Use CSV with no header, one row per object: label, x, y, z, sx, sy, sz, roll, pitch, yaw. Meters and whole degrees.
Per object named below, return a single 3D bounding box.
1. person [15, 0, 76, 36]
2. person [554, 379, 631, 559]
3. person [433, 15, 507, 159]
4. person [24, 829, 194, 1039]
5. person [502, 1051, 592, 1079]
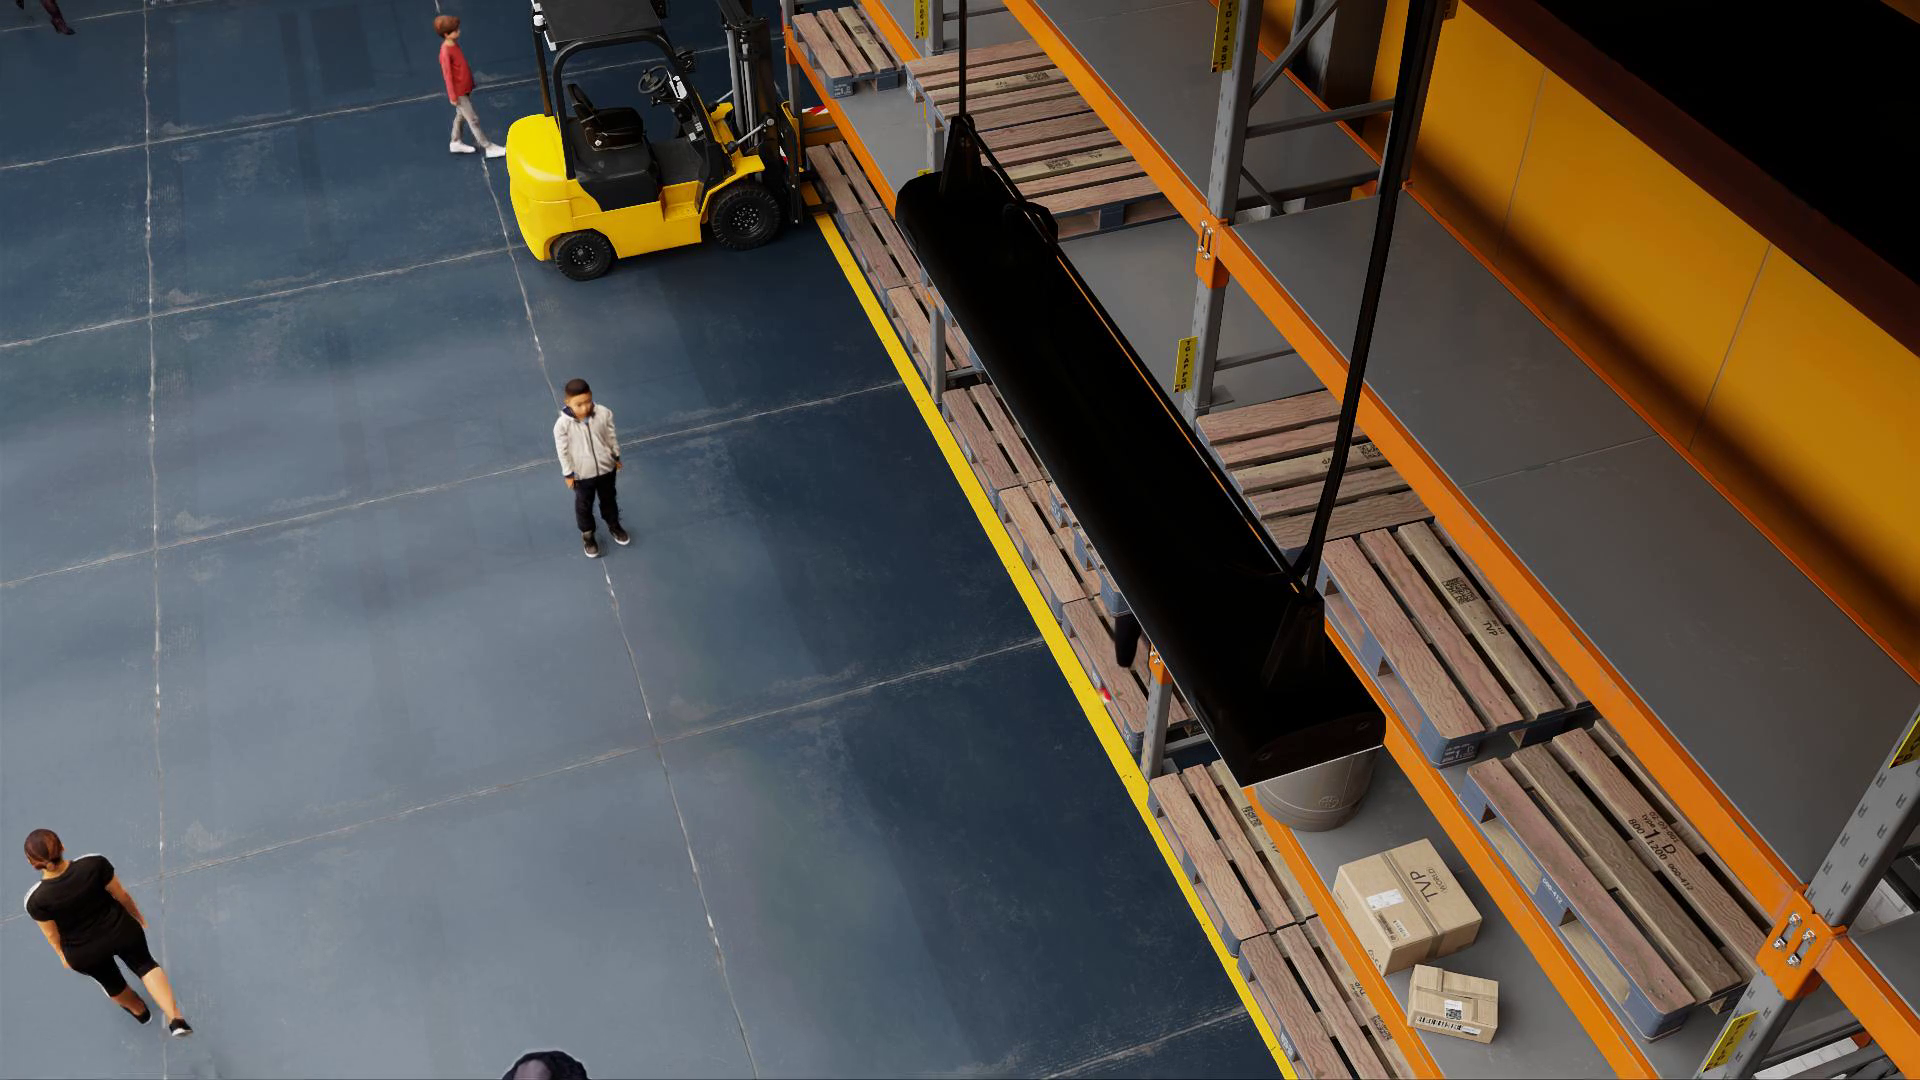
person,-9.677,-6.085,17.147,1.057,1.736,1.064,11,45,12
person,-2.559,-0.531,11.523,0.627,1.452,0.572,-24,49,-23
person,-4.688,-4.181,15.395,0.743,1.395,0.822,-1,44,-1
person,-4.413,2.104,8.614,0.982,1.649,0.810,34,53,30
person,-1.861,2.884,7.776,0.657,1.675,0.620,-15,46,-15
